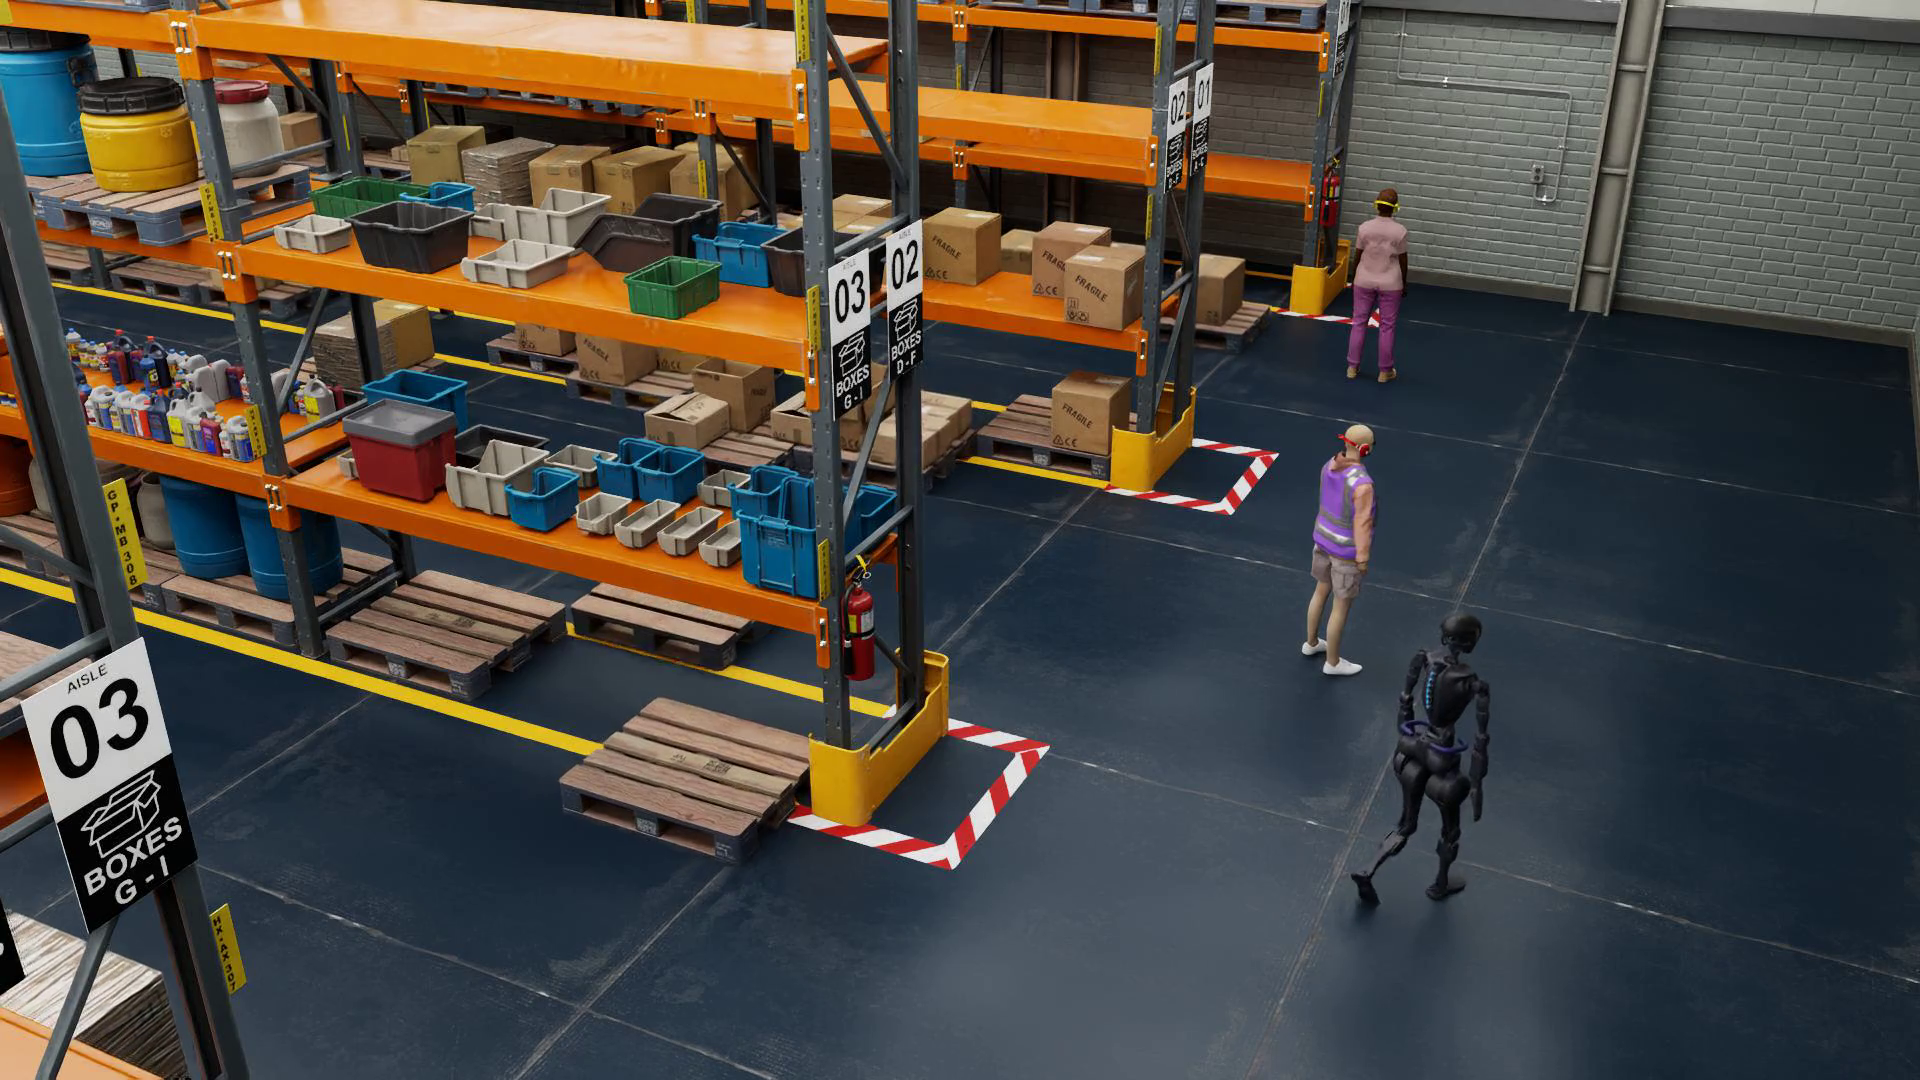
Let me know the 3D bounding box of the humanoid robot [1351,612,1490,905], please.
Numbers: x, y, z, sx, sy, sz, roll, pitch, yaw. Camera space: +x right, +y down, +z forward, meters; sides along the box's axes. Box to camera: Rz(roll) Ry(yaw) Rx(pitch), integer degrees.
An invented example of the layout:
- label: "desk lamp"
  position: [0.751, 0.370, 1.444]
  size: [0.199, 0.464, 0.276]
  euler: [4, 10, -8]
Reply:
- label: "humanoid robot"
  position: [2.360, 1.145, 8.425]
  size: [0.641, 1.627, 0.610]
  euler: [-16, 30, -28]

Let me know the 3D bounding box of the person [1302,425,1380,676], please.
- label: "person"
  position: [2.427, 0.057, 10.590]
  size: [0.348, 1.688, 0.492]
  euler: [-10, 28, -19]

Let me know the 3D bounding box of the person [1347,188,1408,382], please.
- label: "person"
  position: [3.861, -2.343, 15.324]
  size: [0.514, 1.801, 0.332]
  euler: [12, 29, 23]
